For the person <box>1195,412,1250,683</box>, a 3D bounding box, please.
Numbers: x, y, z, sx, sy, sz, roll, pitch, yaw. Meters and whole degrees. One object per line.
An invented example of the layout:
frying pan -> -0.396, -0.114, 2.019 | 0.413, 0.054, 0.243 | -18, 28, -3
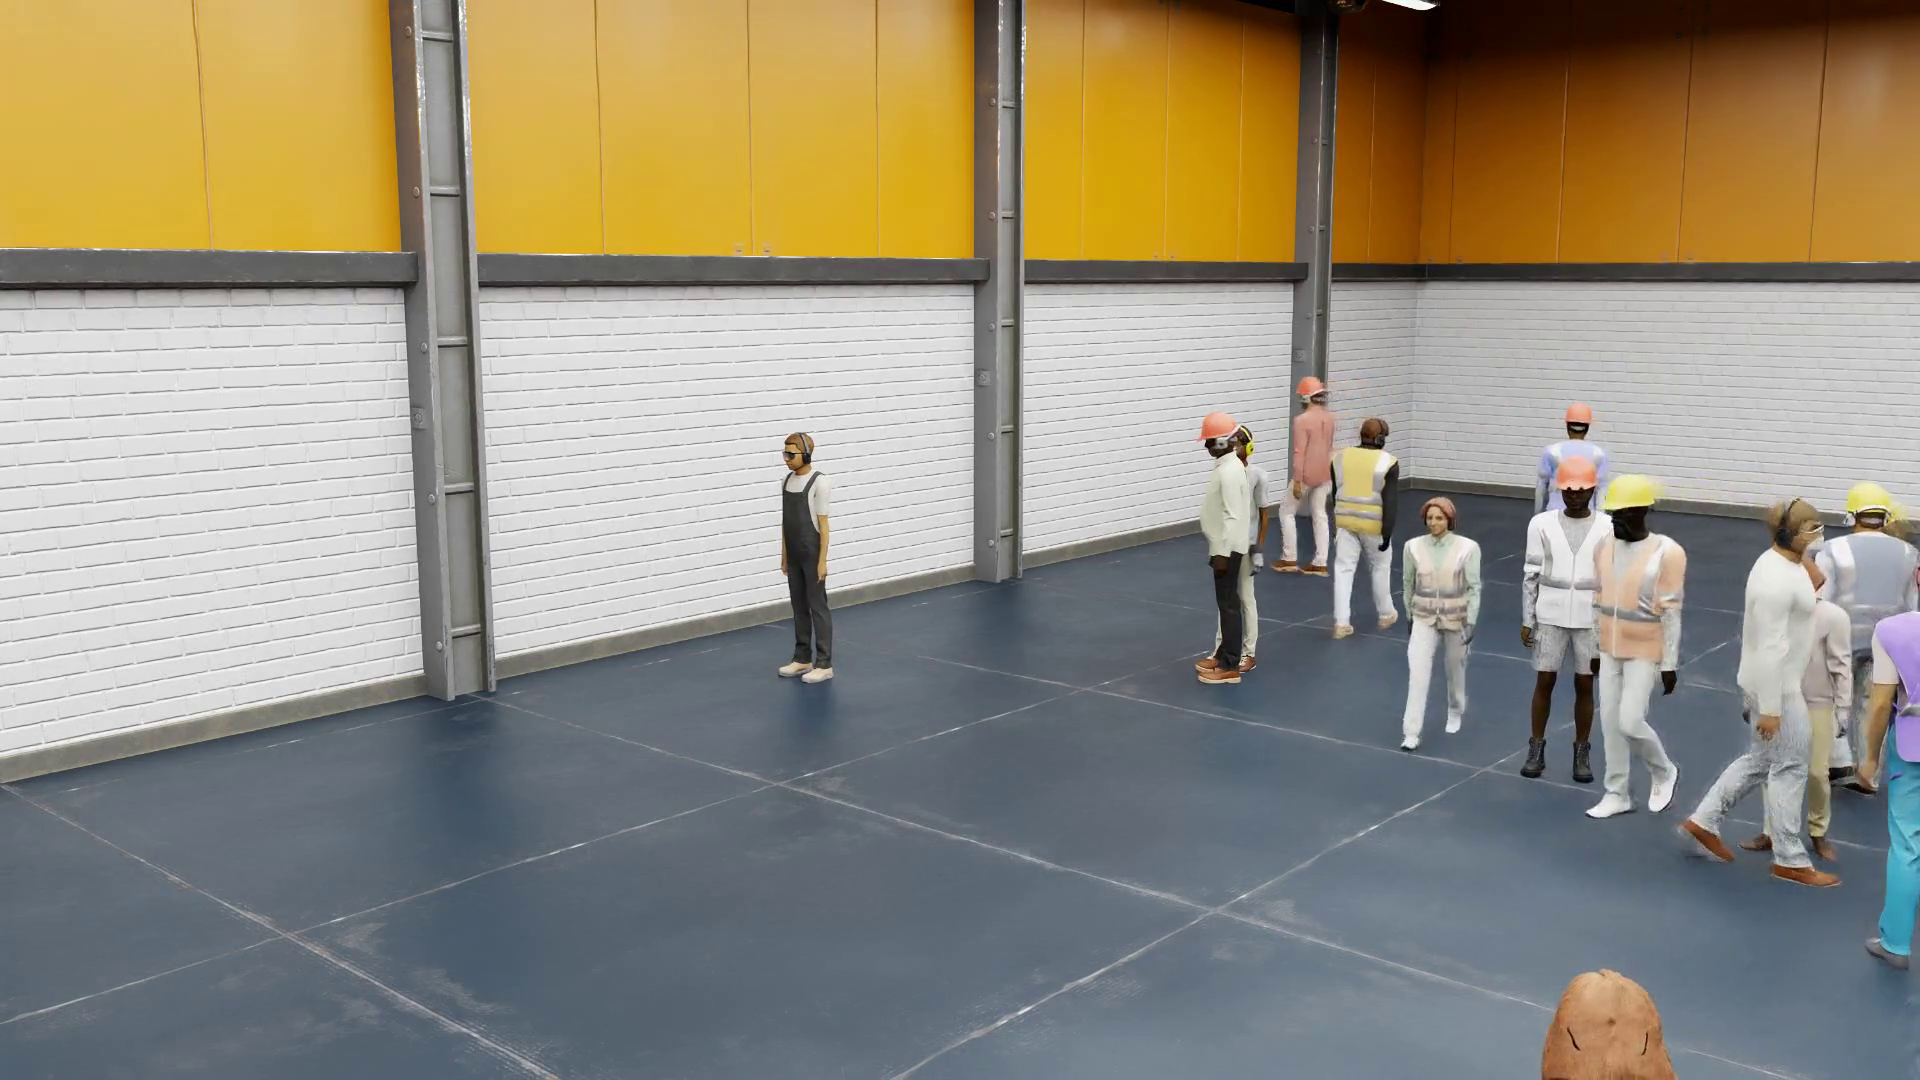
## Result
person -> 1.917, 0.056, 12.184 | 0.397, 1.984, 0.608 | 1, 9, 8

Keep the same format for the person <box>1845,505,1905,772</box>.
person -> 5.435, 0.610, 9.552 | 0.730, 1.708, 0.502 | 8, 12, 42

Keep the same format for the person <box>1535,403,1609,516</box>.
person -> 5.245, -0.221, 14.266 | 0.552, 1.891, 0.989 | 1, 9, 9

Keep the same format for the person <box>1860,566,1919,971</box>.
person -> 4.151, 0.941, 7.074 | 0.564, 1.841, 0.394 | 2, 9, 14

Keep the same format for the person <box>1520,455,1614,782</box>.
person -> 3.586, 0.464, 9.771 | 0.552, 1.935, 0.373 | 3, 10, 20

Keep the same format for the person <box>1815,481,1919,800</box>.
person -> 5.106, 0.576, 9.452 | 0.622, 1.813, 0.425 | 0, 9, 2

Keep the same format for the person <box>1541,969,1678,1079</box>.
person -> 1.261, 1.645, 3.299 | 0.498, 1.633, 0.278 | 0, 9, -2

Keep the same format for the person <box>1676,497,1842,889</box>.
person -> 3.997, 0.736, 8.195 | 0.789, 1.913, 0.653 | 5, 10, 27

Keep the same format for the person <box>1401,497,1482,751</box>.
person -> 3.061, 0.512, 10.588 | 0.509, 1.592, 0.907 | 5, 10, 27

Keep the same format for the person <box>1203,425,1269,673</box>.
person -> 2.069, 0.064, 12.514 | 0.329, 1.865, 0.508 | -9, 12, -43

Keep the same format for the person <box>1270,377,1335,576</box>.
person -> 3.404, -0.637, 16.554 | 0.660, 1.970, 0.729 | -8, 12, -40

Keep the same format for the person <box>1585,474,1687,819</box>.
person -> 3.661, 0.590, 9.043 | 0.465, 1.910, 0.617 | -4, 10, -25

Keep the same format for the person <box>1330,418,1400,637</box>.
person -> 3.396, -0.116, 13.851 | 0.642, 1.796, 0.919 | 6, 11, 35

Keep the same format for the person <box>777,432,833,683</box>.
person -> -1.142, 0.123, 12.230 | 0.508, 1.841, 0.336 | 9, 13, 44

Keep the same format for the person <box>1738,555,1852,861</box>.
person -> 4.279, 0.845, 8.466 | 0.449, 1.621, 0.522 | -7, 11, -36
